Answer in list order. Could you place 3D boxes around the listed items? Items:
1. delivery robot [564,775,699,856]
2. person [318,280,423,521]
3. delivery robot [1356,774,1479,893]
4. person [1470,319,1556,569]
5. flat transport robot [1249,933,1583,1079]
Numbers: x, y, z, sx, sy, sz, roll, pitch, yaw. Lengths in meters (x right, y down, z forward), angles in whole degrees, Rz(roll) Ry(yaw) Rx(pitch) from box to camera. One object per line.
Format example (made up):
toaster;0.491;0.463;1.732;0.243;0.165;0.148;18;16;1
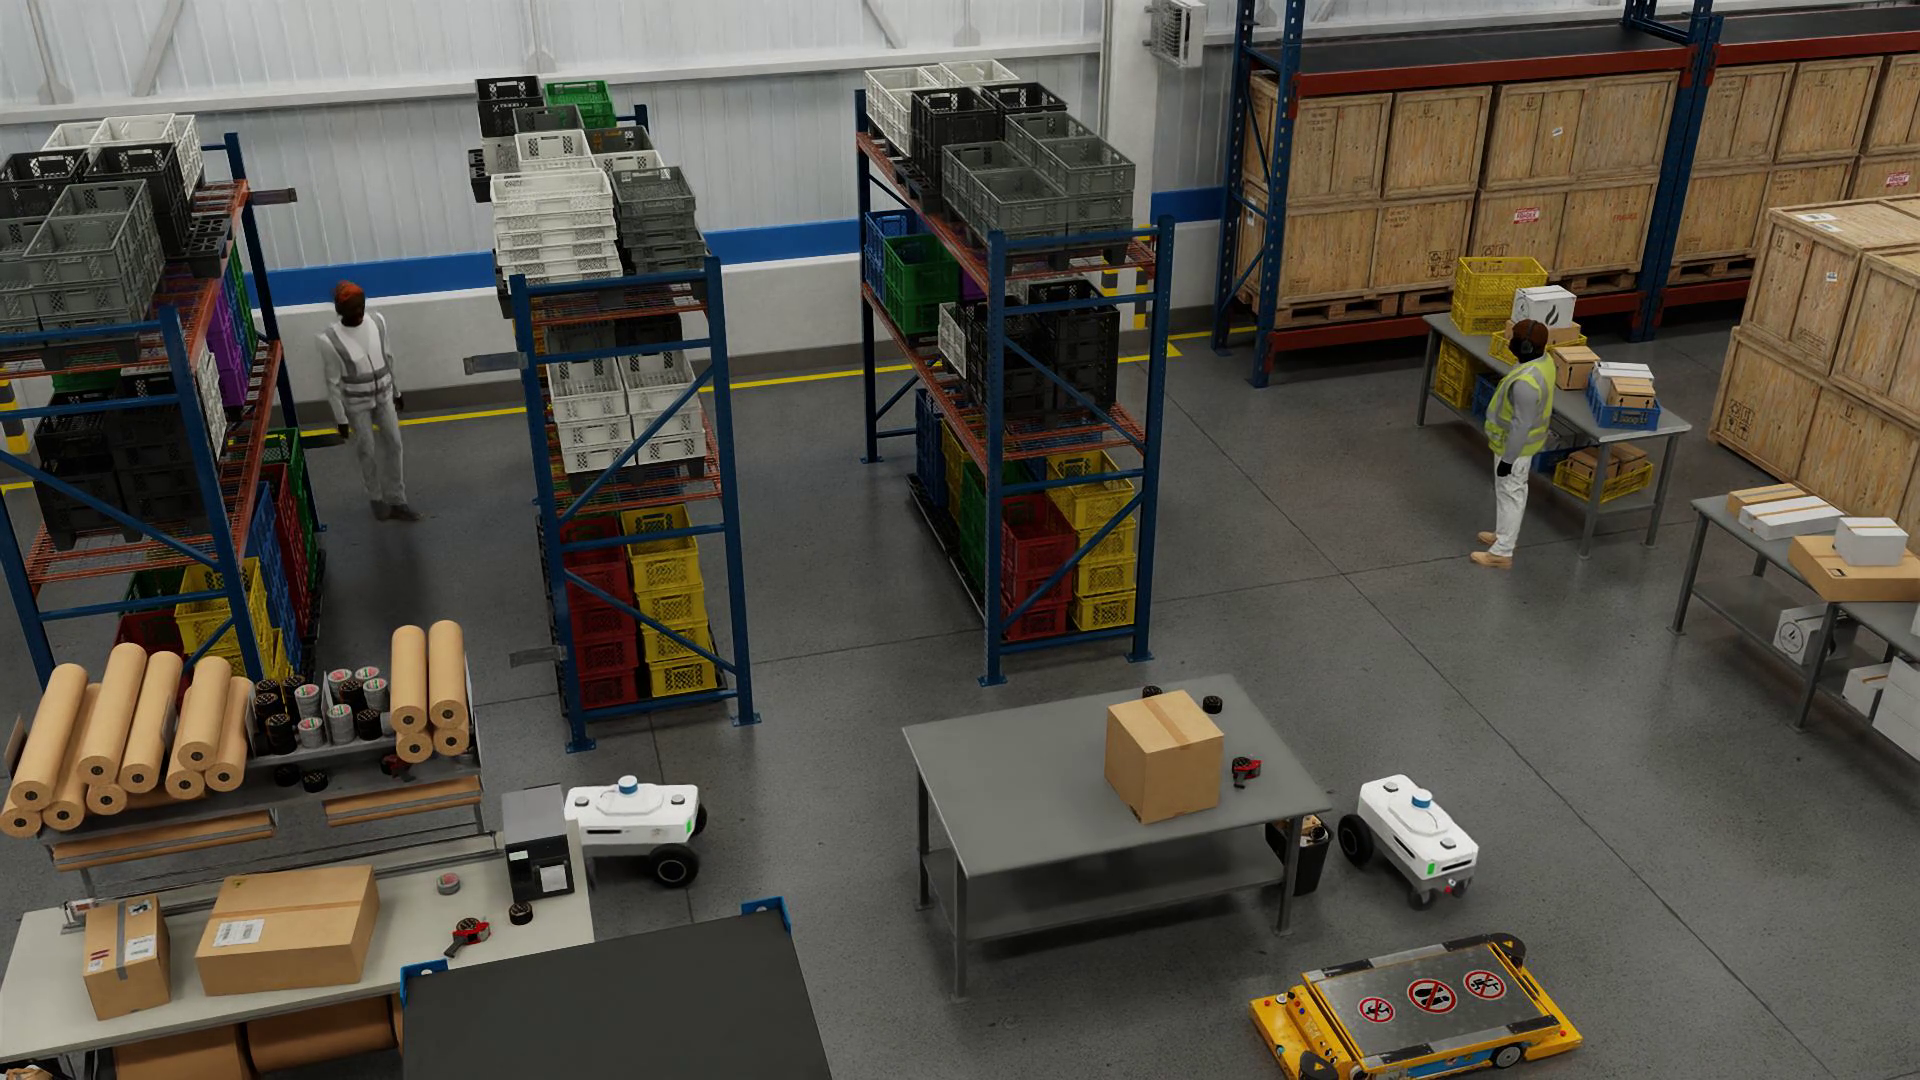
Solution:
delivery robot;-1.781;1.499;9.019;0.707;0.478;0.477;-1;29;-1
person;-4.359;-1.005;12.315;0.514;1.869;0.620;21;35;33
delivery robot;2.448;1.558;8.911;0.477;0.478;0.707;-11;30;-19
person;3.911;-0.686;11.761;0.428;1.842;0.631;14;32;23
flat transport robot;2.184;2.282;7.980;1.431;0.197;0.652;-8;30;-14
